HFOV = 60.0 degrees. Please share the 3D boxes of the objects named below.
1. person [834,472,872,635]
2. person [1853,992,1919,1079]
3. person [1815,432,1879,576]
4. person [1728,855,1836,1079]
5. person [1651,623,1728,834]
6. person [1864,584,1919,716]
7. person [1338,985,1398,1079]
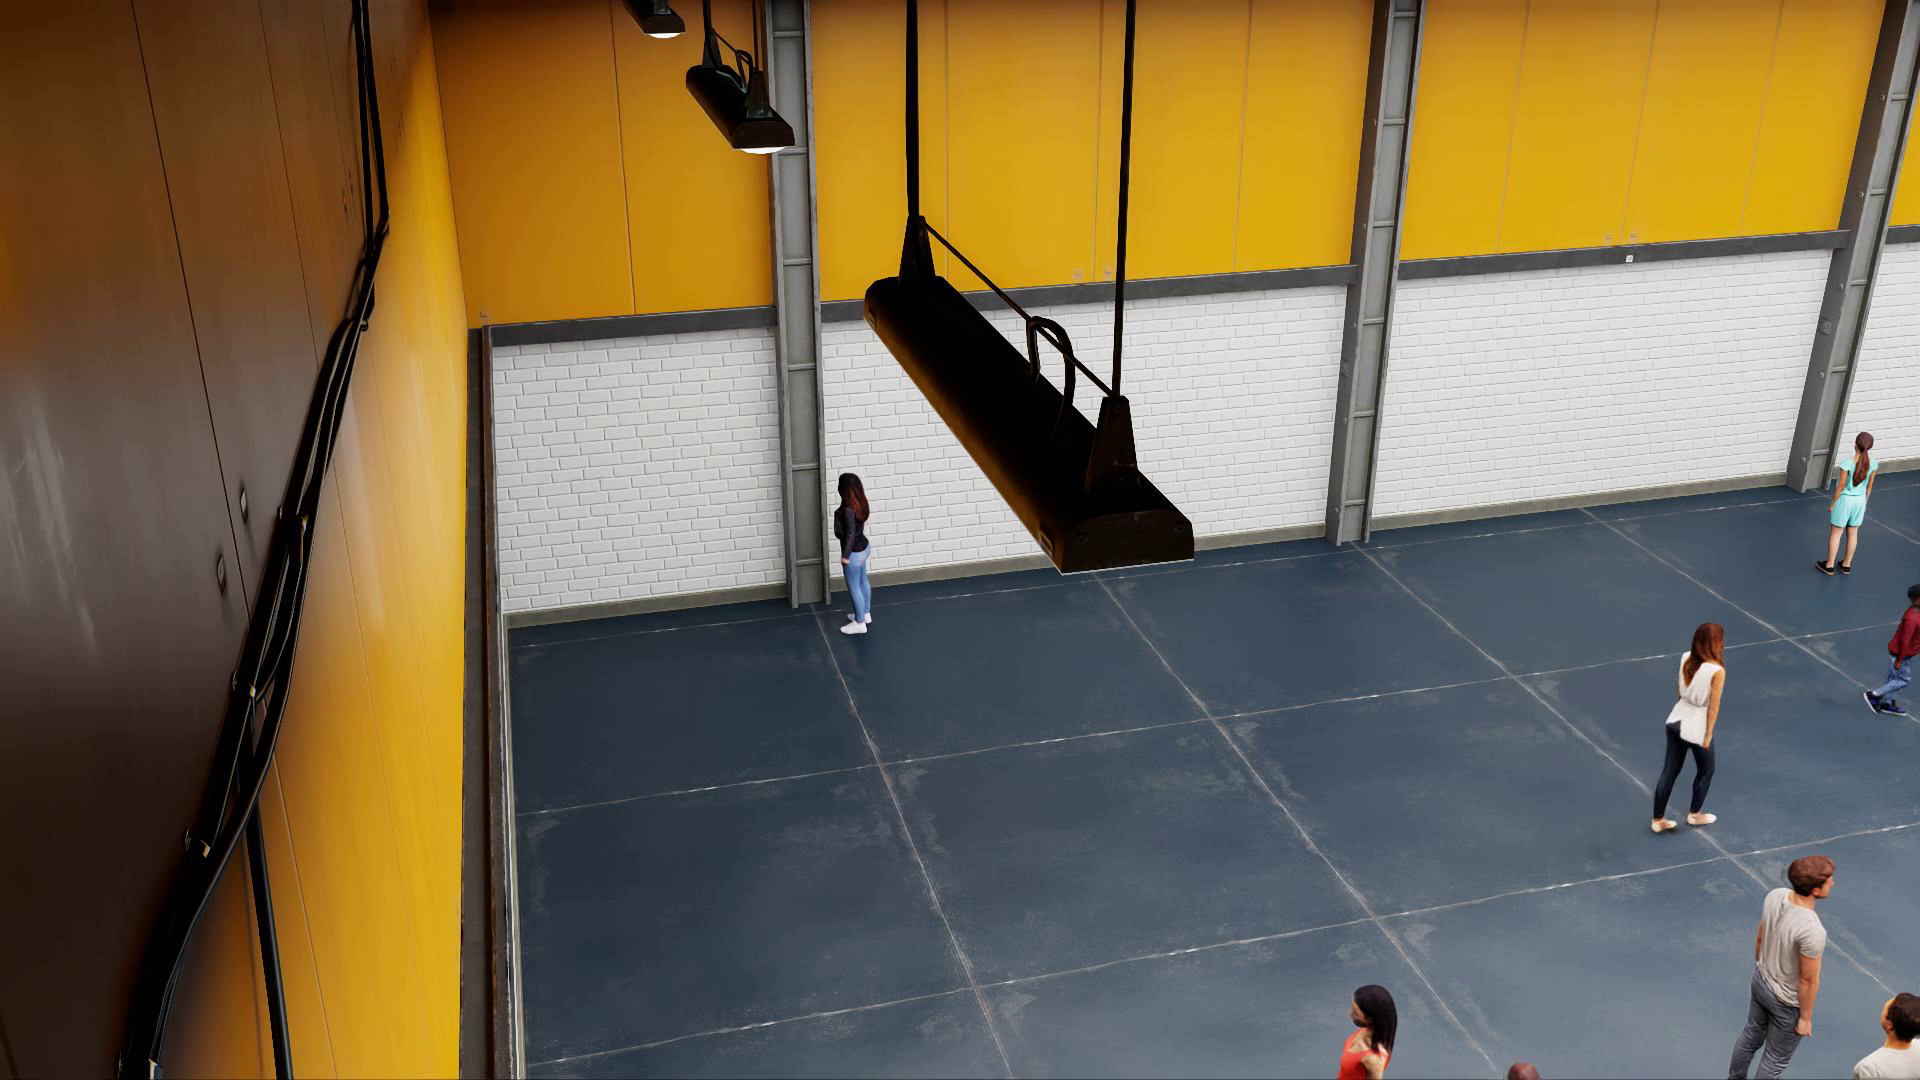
[{"bbox_3d":[-1.014,0.107,16.000,0.724,1.631,0.719,6,24,14],"label":"person"},{"bbox_3d":[4.837,3.163,8.786,0.542,1.811,0.760,-11,26,-24],"label":"person"},{"bbox_3d":[9.220,-0.390,17.228,0.557,1.558,0.662,0,24,0],"label":"person"},{"bbox_3d":[4.851,2.661,9.827,0.580,1.896,0.696,-3,24,-7],"label":"person"},{"bbox_3d":[5.516,1.469,12.713,0.837,1.769,0.667,-11,26,-23],"label":"person"},{"bbox_3d":[8.175,0.954,14.547,0.713,1.243,0.652,15,28,31],"label":"person"},{"bbox_3d":[2.172,3.113,9.010,0.654,1.723,0.660,3,24,8],"label":"person"}]
